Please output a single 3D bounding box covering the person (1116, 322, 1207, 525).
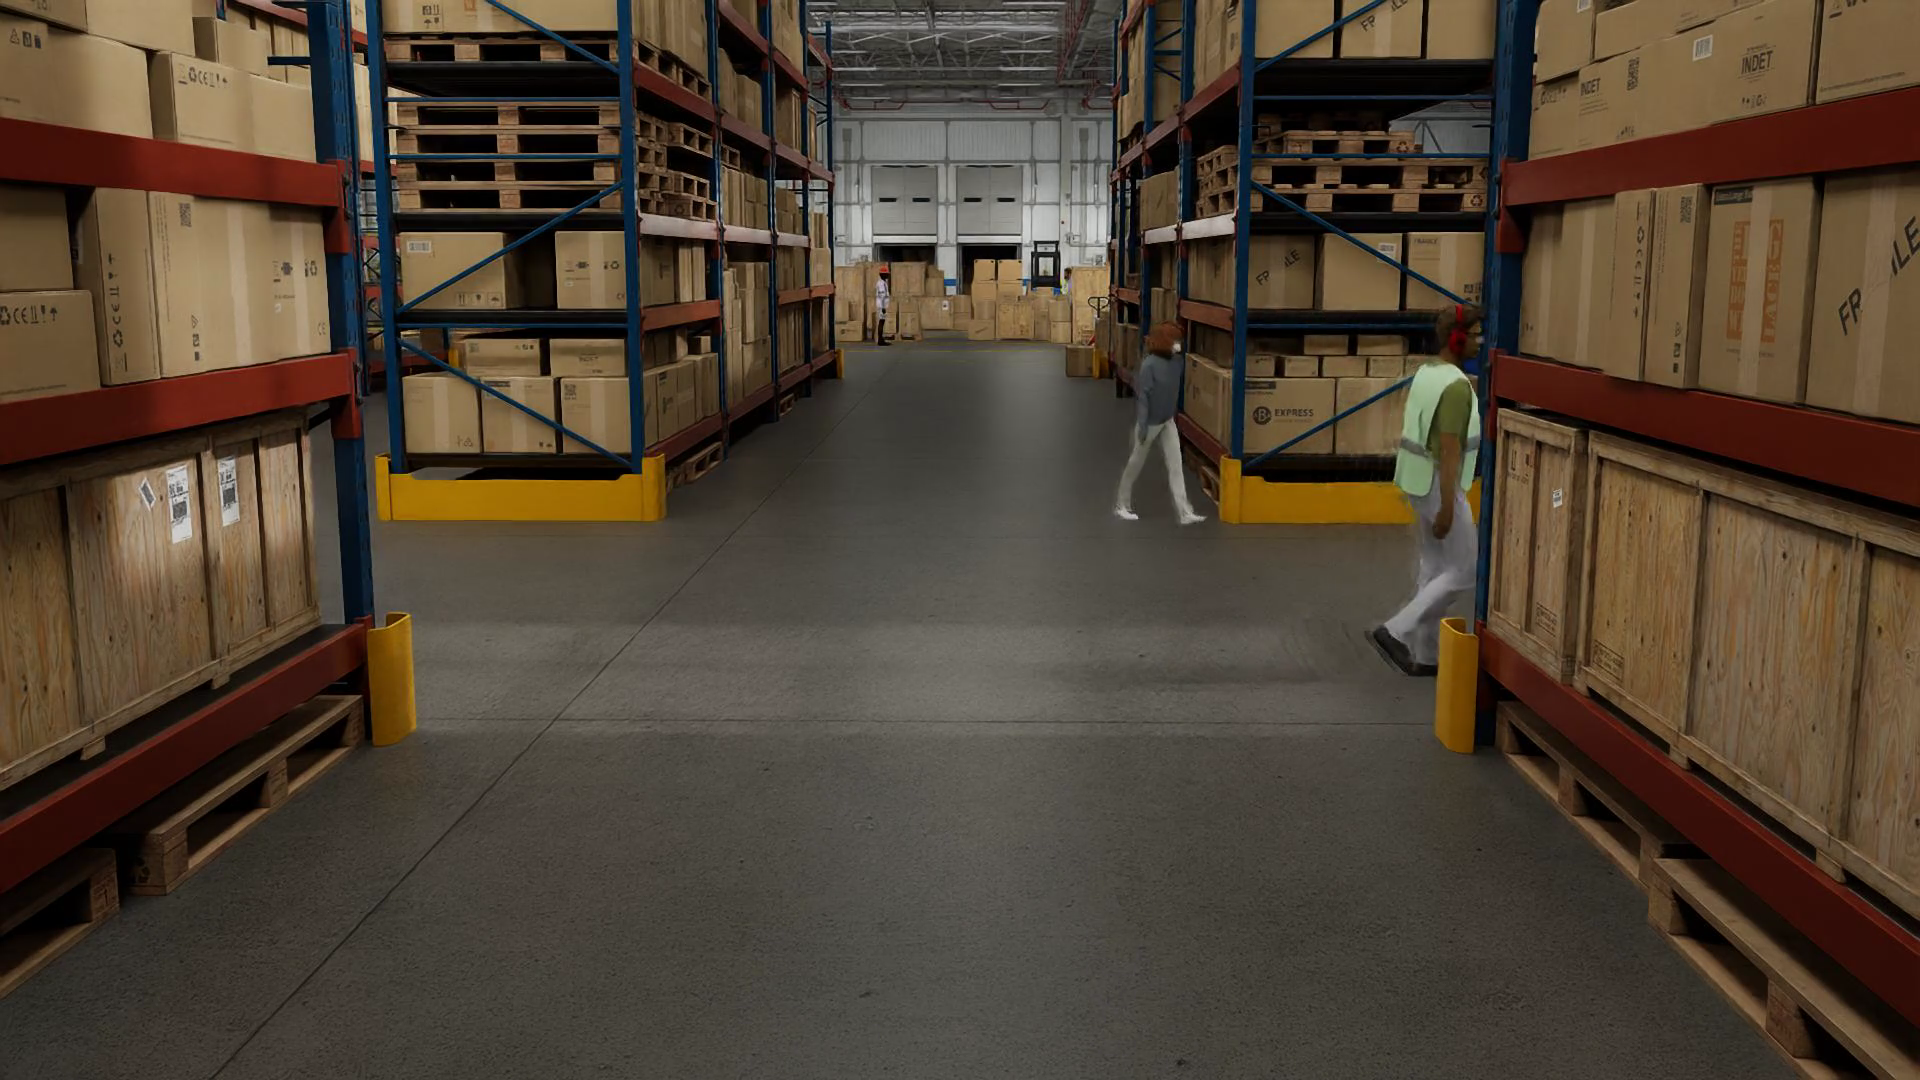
[{"bbox_3d":[1.531,-0.904,12.861,0.512,1.572,0.843,-8,13,-41],"label":"person"}]

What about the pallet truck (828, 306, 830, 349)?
[{"bbox_3d":[-3.100,-3.940,29.800,1.885,1.965,0.823,3,10,19],"label":"pallet truck"}]

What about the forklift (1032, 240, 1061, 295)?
[{"bbox_3d":[3.172,-9.648,61.356,1.129,2.768,1.873,0,9,1],"label":"forklift"}]

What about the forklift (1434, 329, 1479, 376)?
[{"bbox_3d":[6.338,-3.276,23.184,1.873,2.768,1.129,-8,12,-39],"label":"forklift"}]

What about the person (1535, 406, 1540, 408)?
[{"bbox_3d":[4.411,-0.964,12.082,1.070,1.967,0.647,-3,10,-17],"label":"person"}]

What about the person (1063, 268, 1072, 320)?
[{"bbox_3d":[3.066,-6.470,45.307,0.826,1.883,0.589,-1,10,-7],"label":"person"}]

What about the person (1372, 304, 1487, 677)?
[{"bbox_3d":[2.294,-0.215,8.001,0.458,1.831,0.564,0,9,-1],"label":"person"}]

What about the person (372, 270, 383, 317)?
[{"bbox_3d":[-21.770,-9.257,62.438,0.517,1.734,0.793,-1,10,-7],"label":"person"}]

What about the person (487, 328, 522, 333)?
[{"bbox_3d":[-5.708,-2.441,21.113,0.676,1.903,0.403,7,12,37],"label":"person"}]

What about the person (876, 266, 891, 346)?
[{"bbox_3d":[-1.862,-5.695,40.494,0.360,1.939,0.543,-1,10,-5],"label":"person"}]
